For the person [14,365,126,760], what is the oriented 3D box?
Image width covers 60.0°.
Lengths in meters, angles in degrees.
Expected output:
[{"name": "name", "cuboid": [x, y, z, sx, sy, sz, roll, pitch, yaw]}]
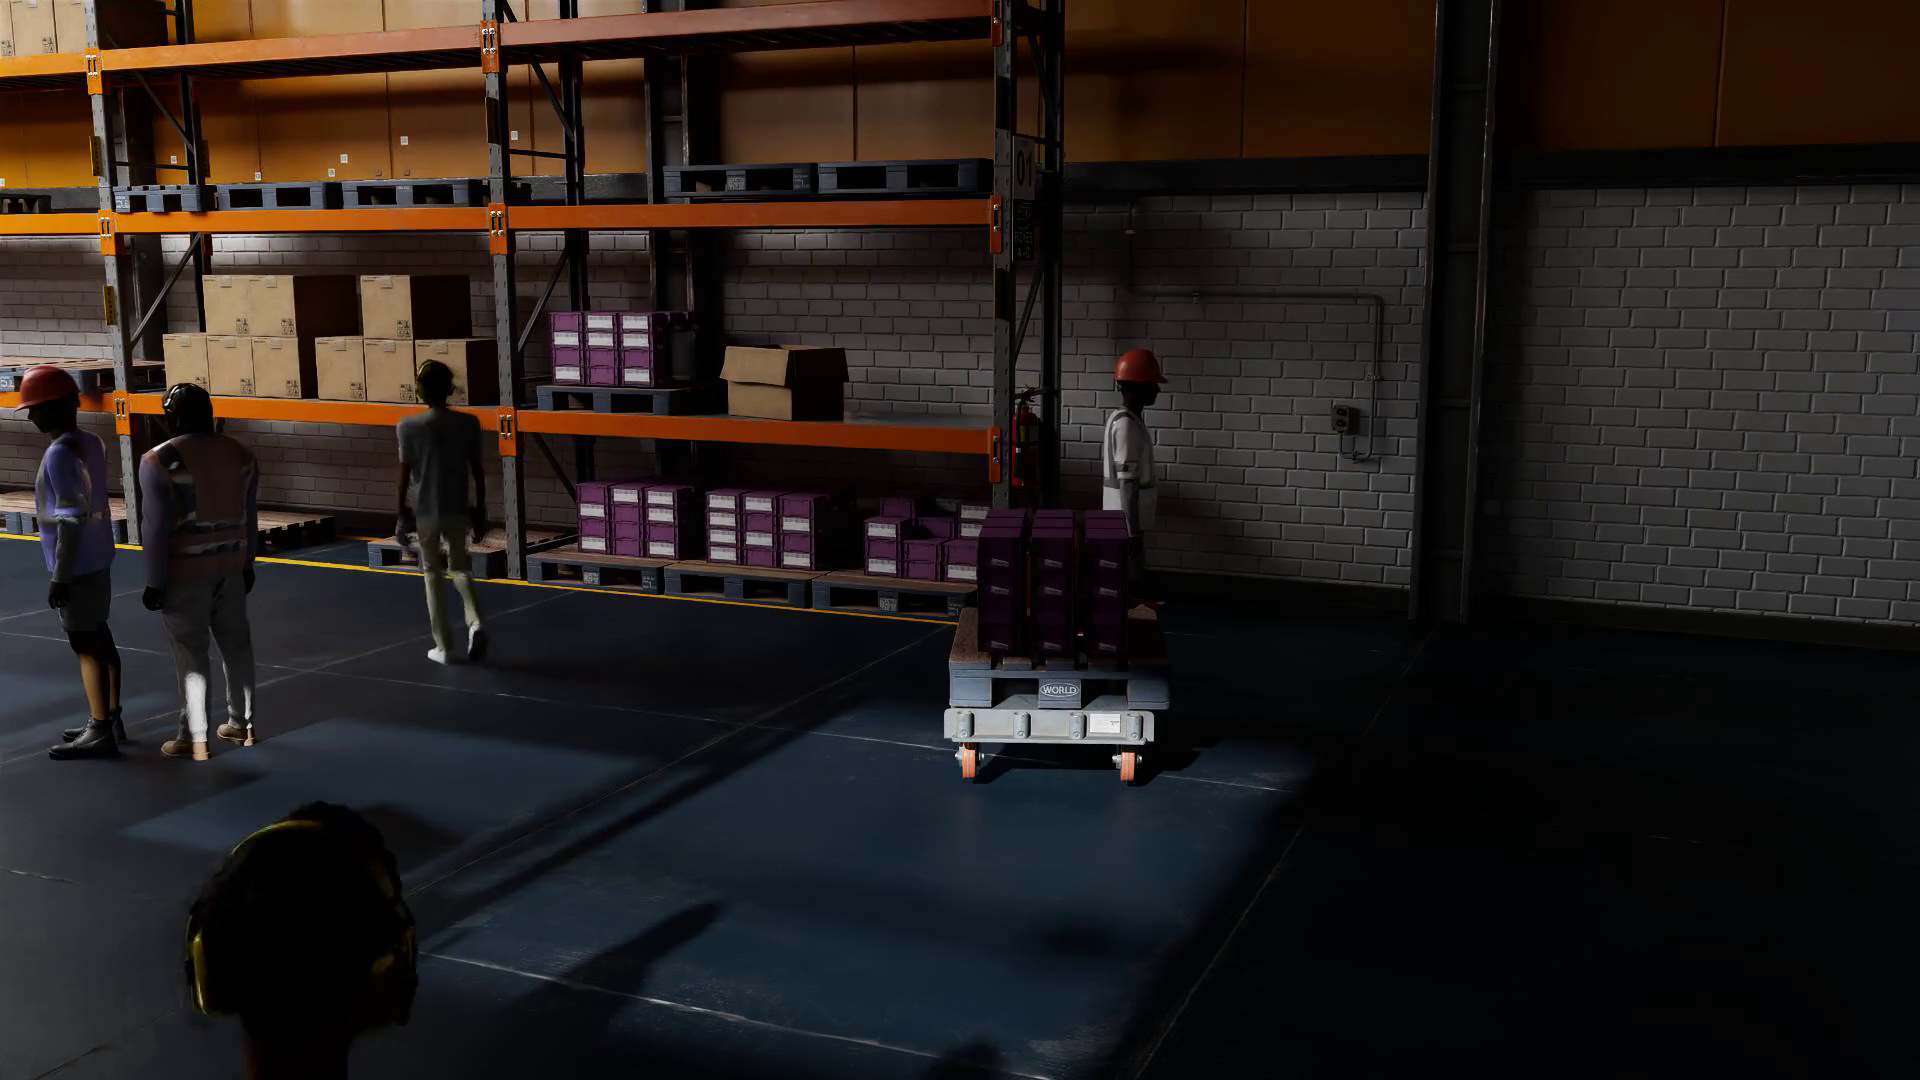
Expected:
[{"name": "person", "cuboid": [-4.353, 0.111, 8.147, 0.373, 1.929, 0.542, -2, 10, -13]}]

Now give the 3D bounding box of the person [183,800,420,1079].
[{"name": "person", "cuboid": [-0.726, 1.210, 1.805, 0.524, 1.848, 0.673, 0, 9, -3]}]

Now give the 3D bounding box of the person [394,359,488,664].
[{"name": "person", "cuboid": [-3.103, -0.150, 9.946, 0.516, 1.855, 0.467, -7, 12, -36]}]

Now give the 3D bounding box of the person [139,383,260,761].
[{"name": "person", "cuboid": [-3.734, 0.151, 8.161, 0.429, 1.843, 0.633, 5, 11, 27]}]

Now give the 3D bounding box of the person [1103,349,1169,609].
[{"name": "person", "cuboid": [0.994, -0.116, 9.474, 0.361, 1.935, 0.553, 1, 9, 3]}]
